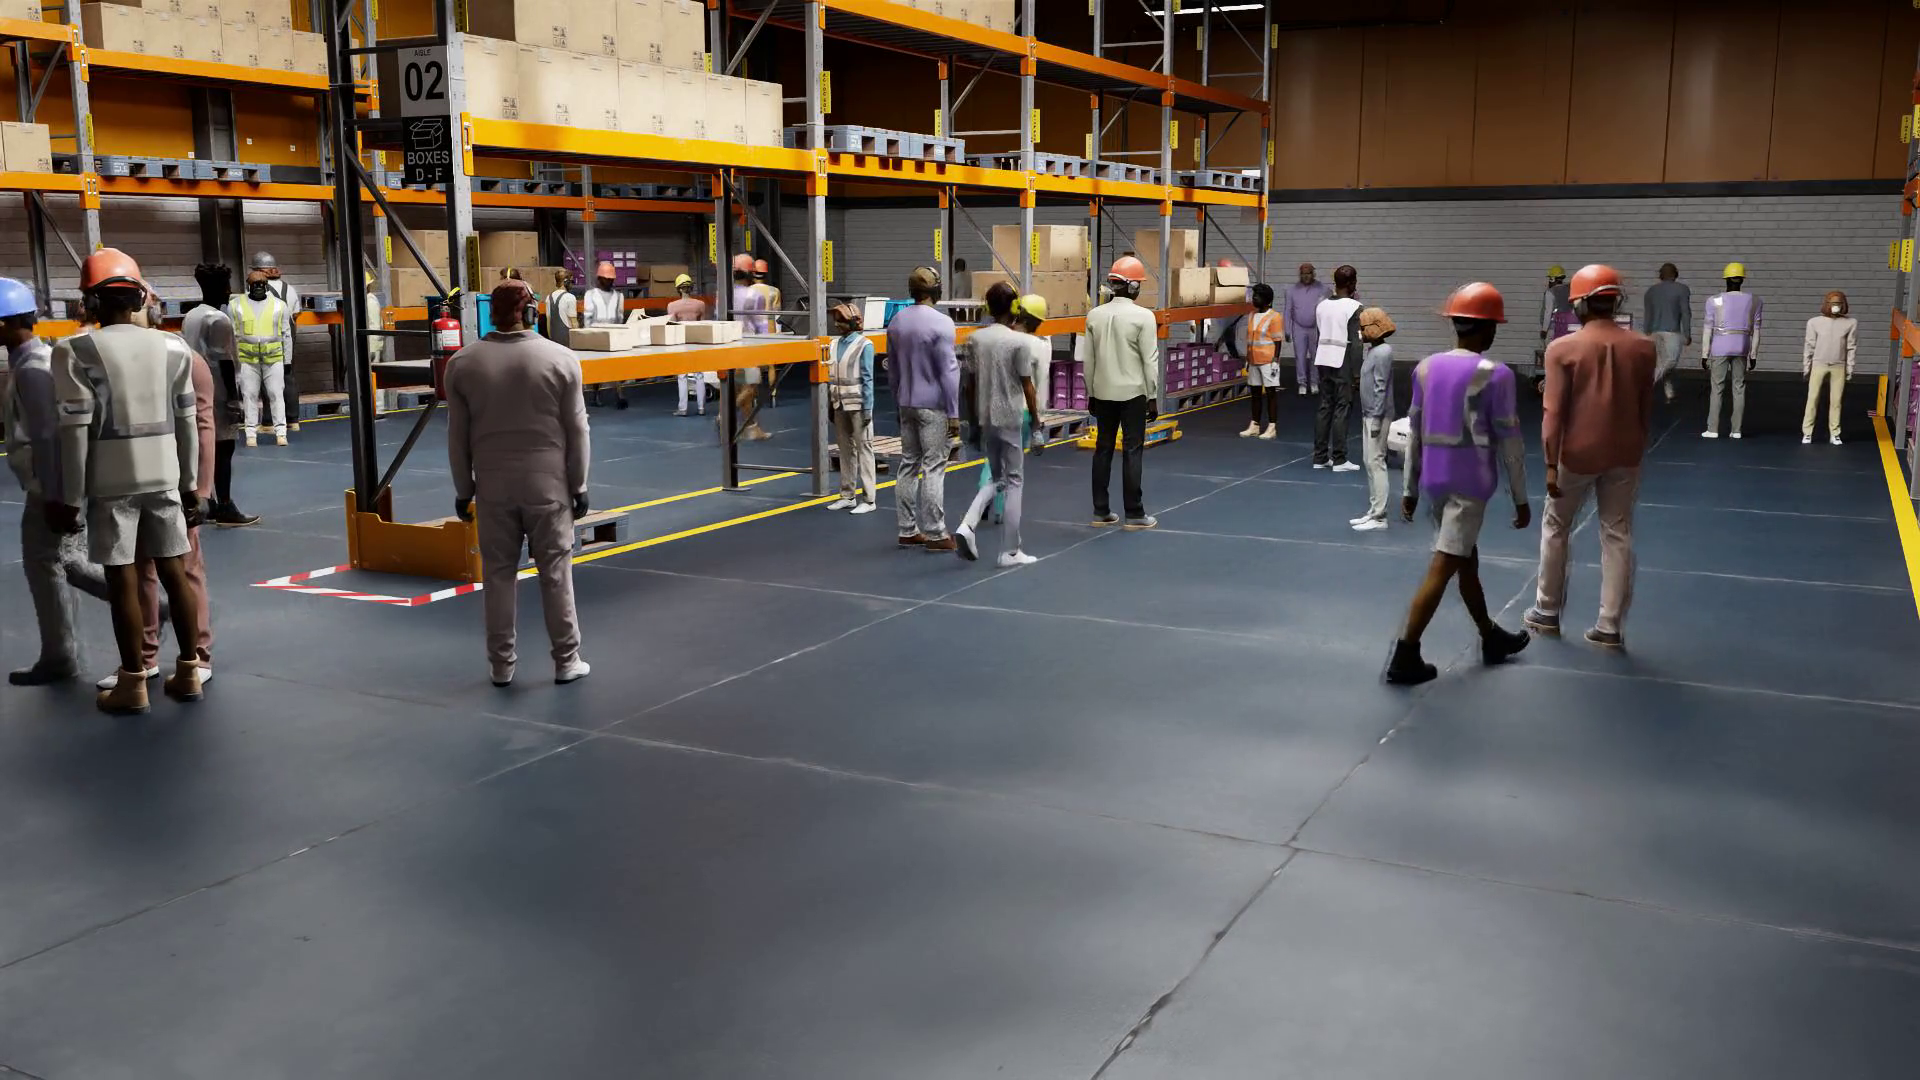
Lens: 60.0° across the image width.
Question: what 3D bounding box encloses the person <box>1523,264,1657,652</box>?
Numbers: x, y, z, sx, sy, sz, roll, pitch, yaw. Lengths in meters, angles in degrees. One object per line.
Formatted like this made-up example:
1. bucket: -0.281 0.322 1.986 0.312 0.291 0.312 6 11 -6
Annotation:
1. person: 3.273 -0.440 8.668 0.620 1.957 0.834 0 10 -1

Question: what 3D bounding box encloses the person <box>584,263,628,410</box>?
1. person: -4.596 -2.634 21.591 0.558 1.889 0.974 -5 11 -25

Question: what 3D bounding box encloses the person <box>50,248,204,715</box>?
1. person: -3.674 -0.255 7.345 0.393 2.041 0.614 7 12 35

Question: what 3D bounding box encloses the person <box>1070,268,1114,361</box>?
1. person: 1.816 -2.841 22.945 0.622 1.835 0.430 -1 10 -3

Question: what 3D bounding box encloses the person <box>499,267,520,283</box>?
1. person: -5.204 -2.243 19.393 0.574 1.855 0.552 2 10 10

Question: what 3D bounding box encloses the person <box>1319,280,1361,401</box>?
1. person: 5.164 -2.773 22.597 0.599 1.806 0.750 1 10 4

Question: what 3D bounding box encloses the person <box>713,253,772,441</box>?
1. person: -2.325 -2.016 17.620 0.616 2.024 0.854 7 12 37

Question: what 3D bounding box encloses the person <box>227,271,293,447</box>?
1. person: -7.319 -1.889 17.423 0.624 1.837 0.429 -4 11 -21

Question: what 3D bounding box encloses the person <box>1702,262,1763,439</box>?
1. person: 8.399 -2.058 18.155 0.588 1.919 0.401 1 10 8

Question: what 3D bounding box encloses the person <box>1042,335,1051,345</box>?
1. person: 1.329 -3.821 28.126 0.622 1.992 0.394 -1 10 -7

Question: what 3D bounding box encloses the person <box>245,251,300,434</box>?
1. person: -7.786 -2.217 18.708 0.536 2.000 0.683 4 11 24

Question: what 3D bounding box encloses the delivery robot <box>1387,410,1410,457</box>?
1. delivery robot: 4.224 -0.974 15.540 0.477 0.478 0.707 -2 10 -11

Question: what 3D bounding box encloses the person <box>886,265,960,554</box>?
1. person: -0.228 -0.876 11.237 0.362 1.939 0.635 -9 13 -42

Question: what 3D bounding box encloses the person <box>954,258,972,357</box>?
1. person: -0.010 -4.247 30.772 0.425 1.929 0.660 9 13 42

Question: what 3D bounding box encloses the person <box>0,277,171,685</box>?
1. person: -4.195 -0.277 7.835 0.707 1.916 0.642 -5 11 -24

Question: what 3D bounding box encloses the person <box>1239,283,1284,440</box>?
1. person: 3.294 -1.938 18.088 0.321 1.695 0.536 -6 11 -30

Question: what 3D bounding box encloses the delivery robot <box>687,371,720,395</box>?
1. delivery robot: -3.428 -2.221 22.761 0.477 0.478 0.707 9 13 42

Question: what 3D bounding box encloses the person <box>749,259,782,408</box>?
1. person: -2.601 -2.686 21.726 0.552 1.935 0.374 -1 10 -7

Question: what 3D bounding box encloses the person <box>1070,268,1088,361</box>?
1. person: 2.136 -4.003 29.387 0.386 1.926 0.622 4 11 21

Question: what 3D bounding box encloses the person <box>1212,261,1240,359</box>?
1. person: 3.940 -3.293 25.362 0.872 1.893 0.559 3 10 19

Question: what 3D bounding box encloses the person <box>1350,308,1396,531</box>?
1. person: 3.037 -0.884 12.200 0.283 1.623 0.509 1 10 4

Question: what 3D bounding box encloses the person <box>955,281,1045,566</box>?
1. person: 0.250 -0.727 10.663 0.563 1.850 0.516 9 14 44

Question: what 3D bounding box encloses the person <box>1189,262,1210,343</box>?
1. person: 3.804 -3.465 26.417 0.346 1.878 0.579 7 12 36

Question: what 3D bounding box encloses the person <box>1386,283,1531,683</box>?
1. person: 2.412 -0.272 7.922 1.013 1.882 0.565 -6 11 -30

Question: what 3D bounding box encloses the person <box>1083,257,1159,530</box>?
1. person: 1.198 -1.071 12.208 0.623 1.992 0.396 8 13 38

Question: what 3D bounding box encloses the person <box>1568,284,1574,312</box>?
1. person: 9.477 -3.254 25.986 0.617 1.596 0.525 1 10 3

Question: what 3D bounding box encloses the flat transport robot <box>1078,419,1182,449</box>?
1. flat transport robot: 1.807 -1.130 17.532 0.652 0.197 1.431 5 11 26

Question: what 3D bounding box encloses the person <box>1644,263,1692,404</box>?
1. person: 9.387 -2.754 22.249 0.779 1.892 0.691 -5 11 -28

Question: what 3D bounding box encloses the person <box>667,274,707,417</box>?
1. person: -3.382 -2.403 20.605 0.522 1.761 0.322 -7 12 -33

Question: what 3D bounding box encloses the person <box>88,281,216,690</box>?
1. person: -3.756 -0.242 7.667 0.651 1.907 0.409 2 10 13

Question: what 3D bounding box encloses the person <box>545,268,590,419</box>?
1. person: -4.776 -2.364 20.136 0.504 1.842 0.345 6 12 33

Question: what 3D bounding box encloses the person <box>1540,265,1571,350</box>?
1. person: 9.001 -3.238 25.221 0.597 1.832 0.404 -8 13 -39

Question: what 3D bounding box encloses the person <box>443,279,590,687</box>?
1. person: -2.046 -0.258 7.783 0.641 1.901 0.401 -1 10 -4

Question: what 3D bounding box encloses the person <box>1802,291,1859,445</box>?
1. person: 9.191 -1.813 17.581 0.502 1.628 0.284 4 10 20

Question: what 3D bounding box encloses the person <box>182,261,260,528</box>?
1. person: -5.503 -1.076 12.317 0.605 1.964 0.360 9 13 42

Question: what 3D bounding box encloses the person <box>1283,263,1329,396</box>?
1. person: 4.891 -2.950 23.450 0.661 1.866 0.906 2 10 12

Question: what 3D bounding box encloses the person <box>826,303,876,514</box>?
1. person: -0.847 -1.019 12.959 0.311 1.634 0.519 -9 14 -43

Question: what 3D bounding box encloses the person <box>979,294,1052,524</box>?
1. person: 0.383 -0.955 12.323 0.570 1.717 0.535 4 11 22

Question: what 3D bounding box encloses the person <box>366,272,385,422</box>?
1. person: -7.114 -2.320 19.912 0.404 1.829 0.600 -6 11 -31

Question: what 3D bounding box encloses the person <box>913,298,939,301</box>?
1. person: -0.407 -2.210 19.526 0.486 1.744 0.310 -3 10 -15

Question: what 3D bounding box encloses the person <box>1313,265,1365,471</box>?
1. person: 3.515 -1.592 15.488 0.391 1.911 0.582 -5 11 -26

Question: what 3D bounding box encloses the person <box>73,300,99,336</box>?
1. person: -7.805 -1.359 14.930 0.416 1.623 0.530 -8 12 -38
